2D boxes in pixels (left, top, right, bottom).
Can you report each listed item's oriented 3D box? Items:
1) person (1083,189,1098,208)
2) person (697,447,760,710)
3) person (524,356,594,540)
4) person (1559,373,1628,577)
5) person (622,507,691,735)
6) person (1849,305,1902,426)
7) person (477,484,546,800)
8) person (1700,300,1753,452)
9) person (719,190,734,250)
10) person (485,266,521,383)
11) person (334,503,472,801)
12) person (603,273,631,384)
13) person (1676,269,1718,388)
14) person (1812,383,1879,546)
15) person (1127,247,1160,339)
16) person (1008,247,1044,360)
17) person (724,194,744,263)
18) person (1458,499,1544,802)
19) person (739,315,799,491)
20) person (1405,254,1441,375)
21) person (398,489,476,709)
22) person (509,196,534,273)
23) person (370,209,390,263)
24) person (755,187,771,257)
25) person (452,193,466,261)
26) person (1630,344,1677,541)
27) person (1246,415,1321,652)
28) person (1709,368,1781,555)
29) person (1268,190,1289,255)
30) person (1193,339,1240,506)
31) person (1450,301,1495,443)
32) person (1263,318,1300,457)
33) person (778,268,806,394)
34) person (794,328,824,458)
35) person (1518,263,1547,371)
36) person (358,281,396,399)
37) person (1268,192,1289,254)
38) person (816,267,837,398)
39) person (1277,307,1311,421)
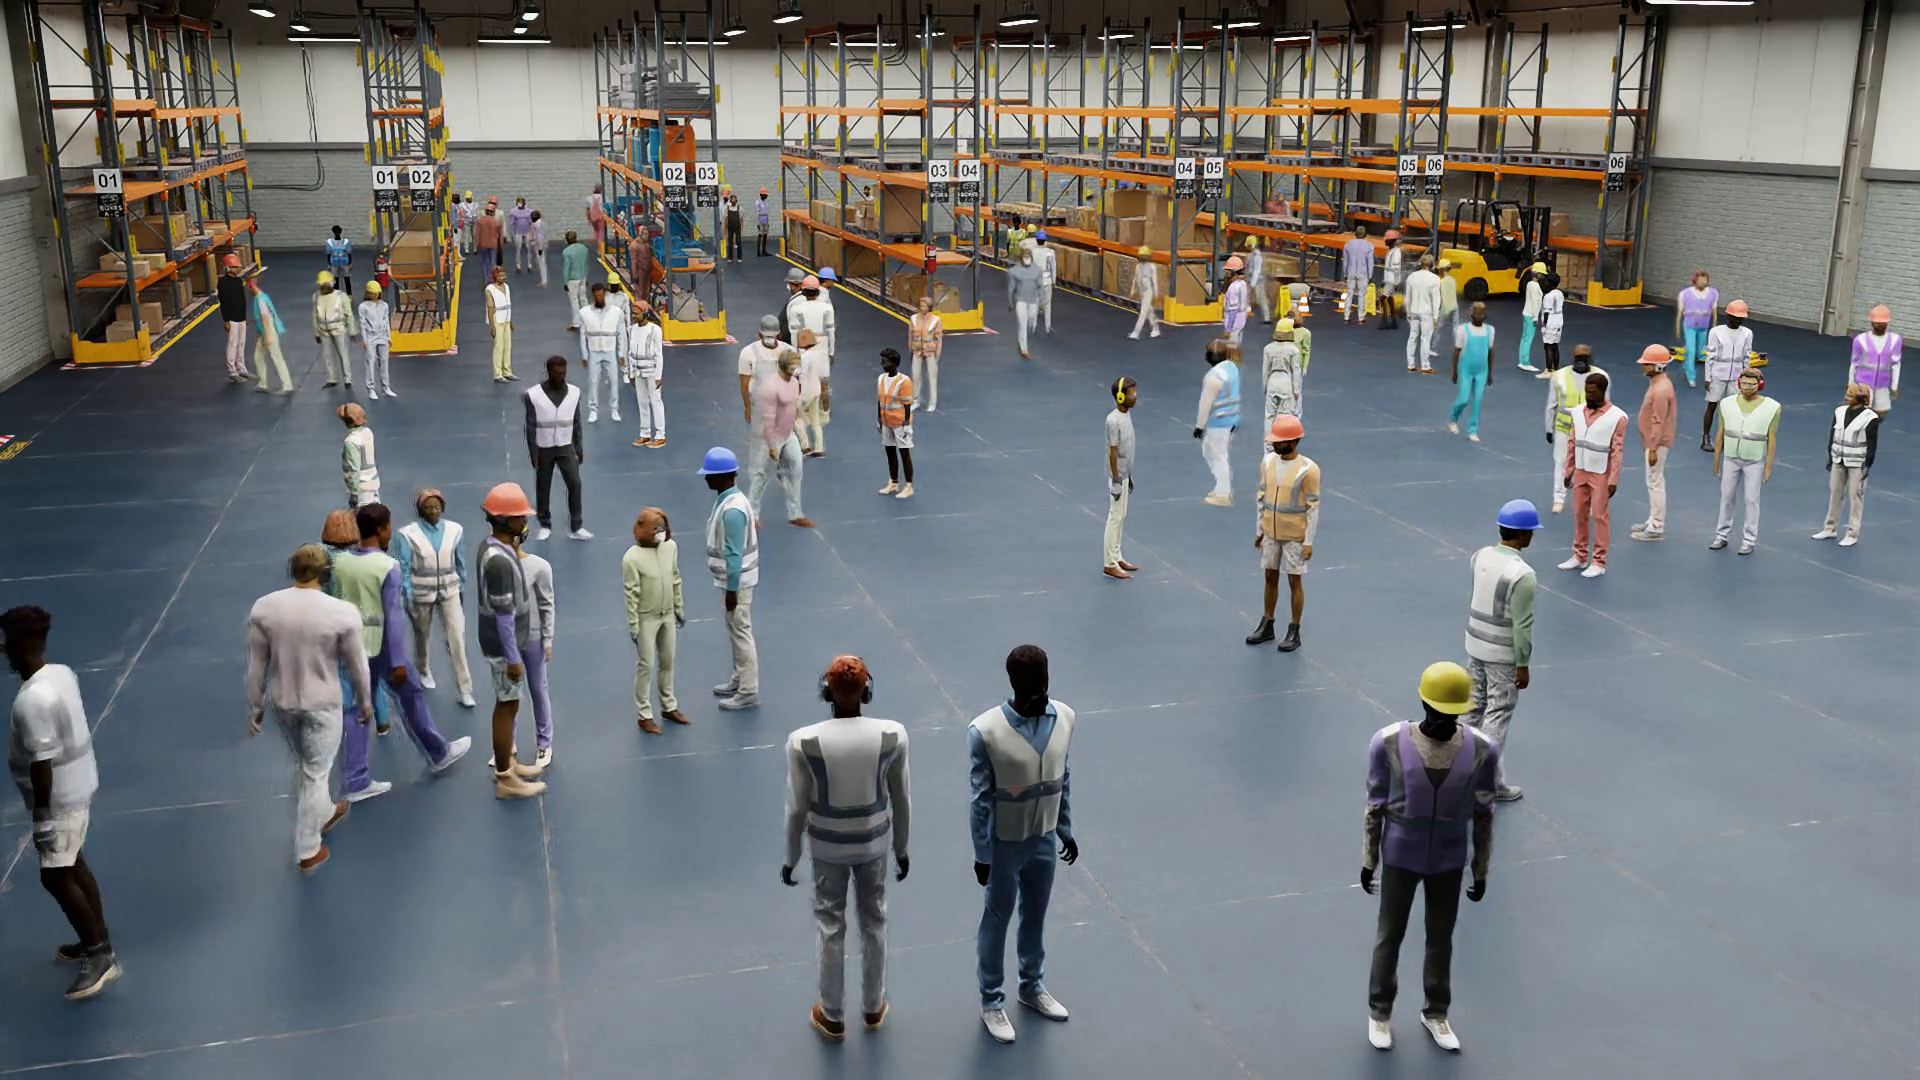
[{"bbox_3d":[3.958,-9.712,50.138,0.620,1.697,0.393,-6,16,-20],"label":"person"},{"bbox_3d":[-1.678,0.271,12.127,0.421,1.938,0.605,-4,15,-13],"label":"person"},{"bbox_3d":[-4.053,-0.908,16.663,0.592,1.884,0.633,-10,18,-32],"label":"person"},{"bbox_3d":[5.909,-0.620,15.534,0.411,1.907,0.600,-8,17,-29],"label":"person"},{"bbox_3d":[-2.134,0.555,11.650,0.295,1.623,0.507,11,18,35],"label":"person"},{"bbox_3d":[11.227,-1.941,20.467,0.566,1.922,0.553,4,15,15],"label":"person"},{"bbox_3d":[-2.843,0.639,10.563,0.416,2.034,0.614,-4,15,-16],"label":"person"},{"bbox_3d":[9.639,-2.053,20.884,0.543,1.929,0.387,1,15,3],"label":"person"},{"bbox_3d":[-6.852,-9.358,48.736,0.589,1.737,0.367,6,16,21],"label":"person"},{"bbox_3d":[-7.201,-3.370,26.027,0.408,1.830,0.579,4,15,15],"label":"person"},{"bbox_3d":[-3.660,0.679,10.707,0.610,1.866,0.985,9,17,30],"label":"person"},{"bbox_3d":[-5.378,-3.302,25.953,0.486,1.738,0.320,-3,15,-12],"label":"person"},{"bbox_3d":[11.371,-3.289,25.739,0.590,1.818,0.690,1,15,3],"label":"person"},{"bbox_3d":[8.860,-0.757,16.560,0.315,1.636,0.514,-6,16,-20],"label":"person"},{"bbox_3d":[3.443,-4.589,30.855,0.886,1.702,0.498,-11,18,-34],"label":"person"},{"bbox_3d":[1.094,-4.086,28.576,0.625,1.911,0.839,-5,16,-19],"label":"person"},{"bbox_3d":[-6.106,-8.399,44.925,0.529,1.842,0.355,0,15,1],"label":"person"},{"bbox_3d":[3.432,0.691,10.545,0.426,1.938,0.604,-4,15,-14],"label":"person"},{"bbox_3d":[-2.111,-1.534,18.711,0.681,2.000,0.536,-6,16,-22],"label":"person"},{"bbox_3d":[7.451,-3.629,26.788,0.379,1.940,0.629,-11,18,-35],"label":"person"},{"bbox_3d":[-3.880,0.402,12.276,0.516,1.599,0.856,-9,17,-31],"label":"person"},{"bbox_3d":[-11.155,-7.788,42.443,0.631,1.935,0.362,-6,16,-21],"label":"person"},{"bbox_3d":[-15.140,-8.067,43.585,0.554,1.902,0.938,-1,15,-5],"label":"person"},{"bbox_3d":[-5.526,-8.937,46.793,0.388,1.930,0.549,9,17,29],"label":"person"},{"bbox_3d":[-13.791,-8.560,45.562,0.430,1.837,0.621,-1,15,-5],"label":"person"},{"bbox_3d":[6.973,-0.984,16.772,0.433,1.981,0.631,6,16,20],"label":"person"},{"bbox_3d":[2.600,-0.058,13.365,0.376,1.933,0.544,-14,20,-43],"label":"person"},{"bbox_3d":[7.665,-0.776,16.260,0.560,1.837,0.390,12,19,39],"label":"person"},{"bbox_3d":[8.722,-8.641,45.726,0.651,1.893,0.808,7,17,26],"label":"person"},{"bbox_3d":[2.814,-1.281,18.178,0.476,1.829,0.637,7,16,24],"label":"person"},{"bbox_3d":[6.654,-2.181,21.552,0.511,1.835,0.441,-2,15,-6],"label":"person"},{"bbox_3d":[3.968,-1.864,20.519,0.483,1.745,0.301,11,18,35],"label":"person"},{"bbox_3d":[-2.344,-2.846,23.648,0.538,2.000,0.683,0,15,-1],"label":"person"},{"bbox_3d":[-1.916,-1.800,20.524,0.515,1.615,0.523,4,15,16],"label":"person"},{"bbox_3d":[9.386,-3.655,27.234,0.328,1.759,0.524,2,15,7],"label":"person"},{"bbox_3d":[-8.664,-2.978,24.710,0.292,1.745,0.487,12,19,38],"label":"person"},{"bbox_3d":[8.668,-8.489,45.152,0.671,1.894,0.448,-8,17,-28],"label":"person"},{"bbox_3d":[-2.035,-3.085,24.748,0.443,1.933,0.698,-1,15,-5],"label":"person"},{"bbox_3d":[4.475,-2.331,22.488,0.500,1.633,0.284,9,17,30],"label":"person"}]
